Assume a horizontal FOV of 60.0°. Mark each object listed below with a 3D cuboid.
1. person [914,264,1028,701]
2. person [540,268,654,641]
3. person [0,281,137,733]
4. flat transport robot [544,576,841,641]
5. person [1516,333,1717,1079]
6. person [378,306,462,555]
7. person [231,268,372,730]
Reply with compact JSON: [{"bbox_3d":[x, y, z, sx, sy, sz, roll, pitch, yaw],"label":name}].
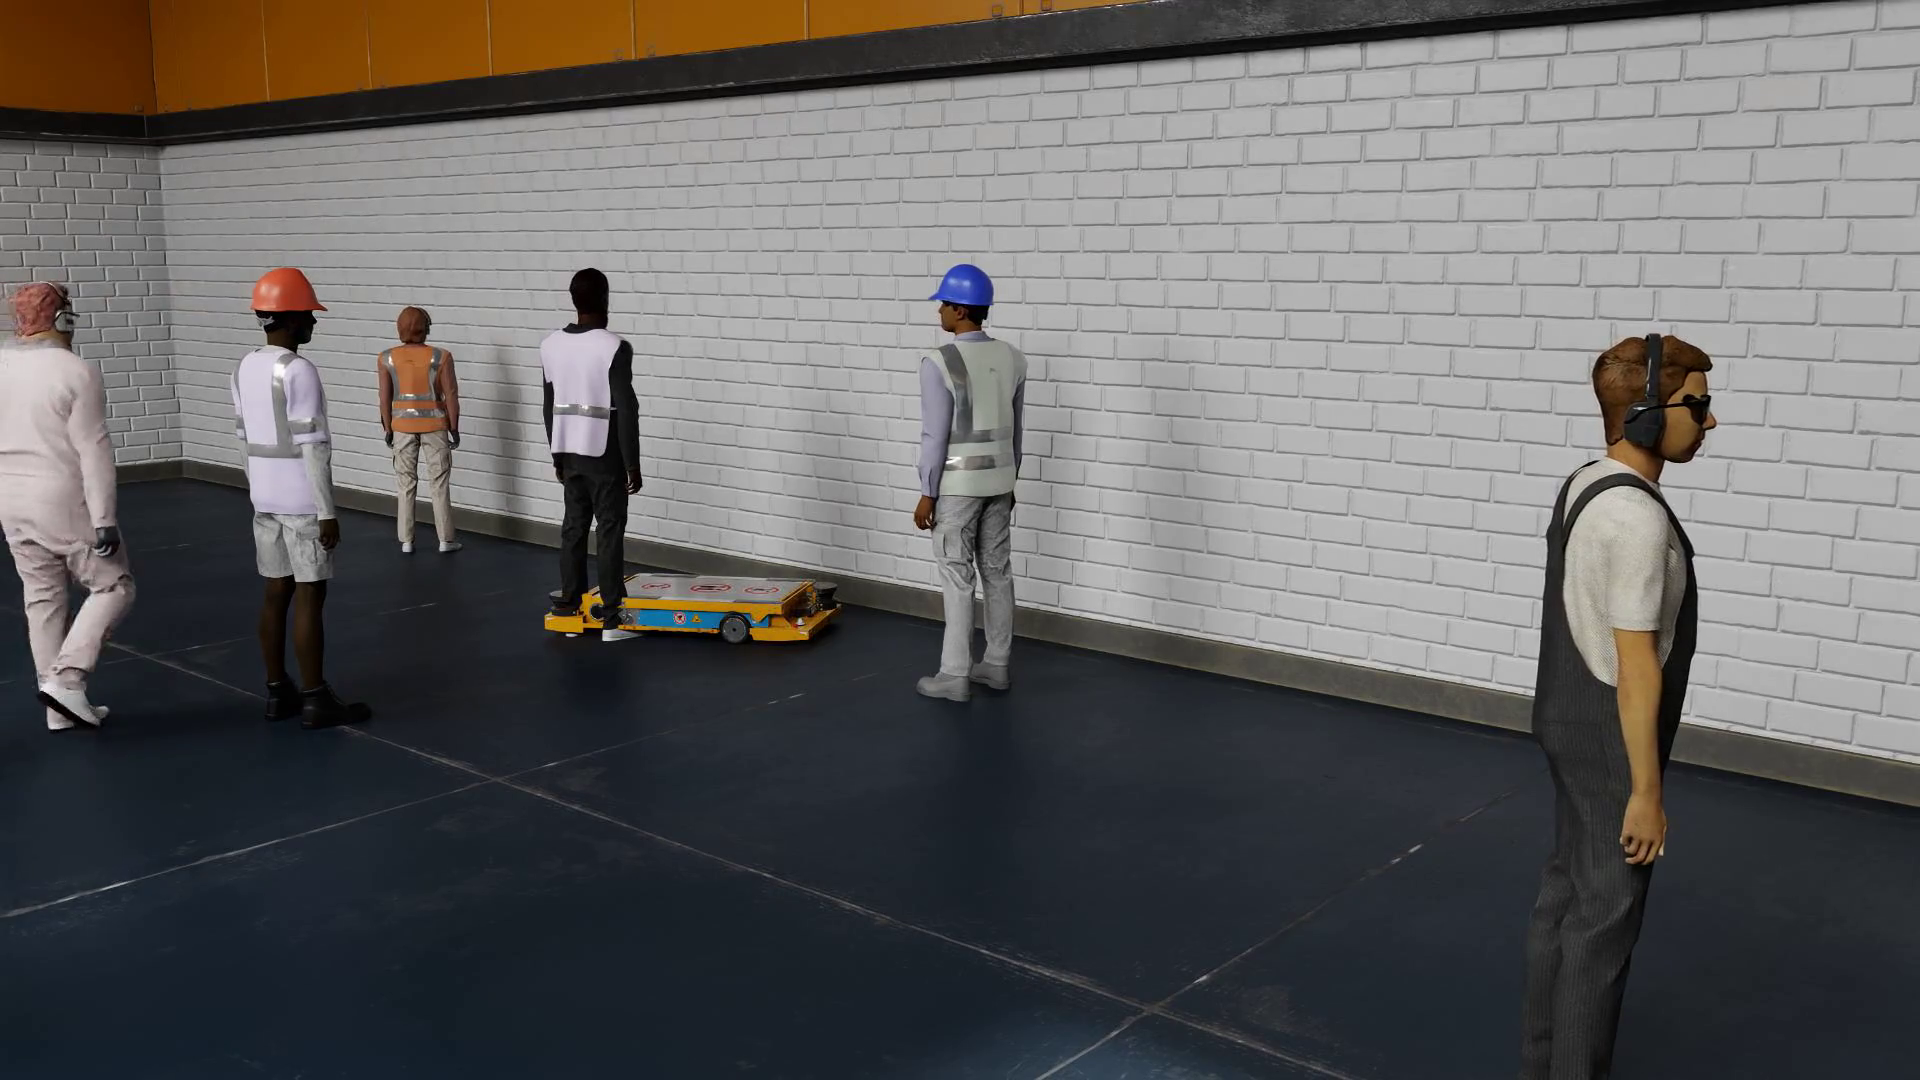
[{"bbox_3d":[0.045,-0.253,7.478,0.609,1.951,0.377,-10,14,-44],"label":"person"},{"bbox_3d":[-1.893,-0.431,8.584,0.591,1.919,0.391,6,11,29],"label":"person"},{"bbox_3d":[-3.745,-0.119,6.897,0.643,1.886,0.443,3,10,14],"label":"person"},{"bbox_3d":[-1.406,0.346,8.844,1.431,0.197,0.652,2,10,11],"label":"flat transport robot"},{"bbox_3d":[1.428,0.475,3.634,0.329,1.844,0.516,1,10,6],"label":"person"},{"bbox_3d":[-3.559,-0.715,10.981,0.514,1.645,0.309,-1,10,-5],"label":"person"},{"bbox_3d":[-2.801,-0.168,7.028,0.543,1.939,0.360,7,12,35],"label":"person"}]
